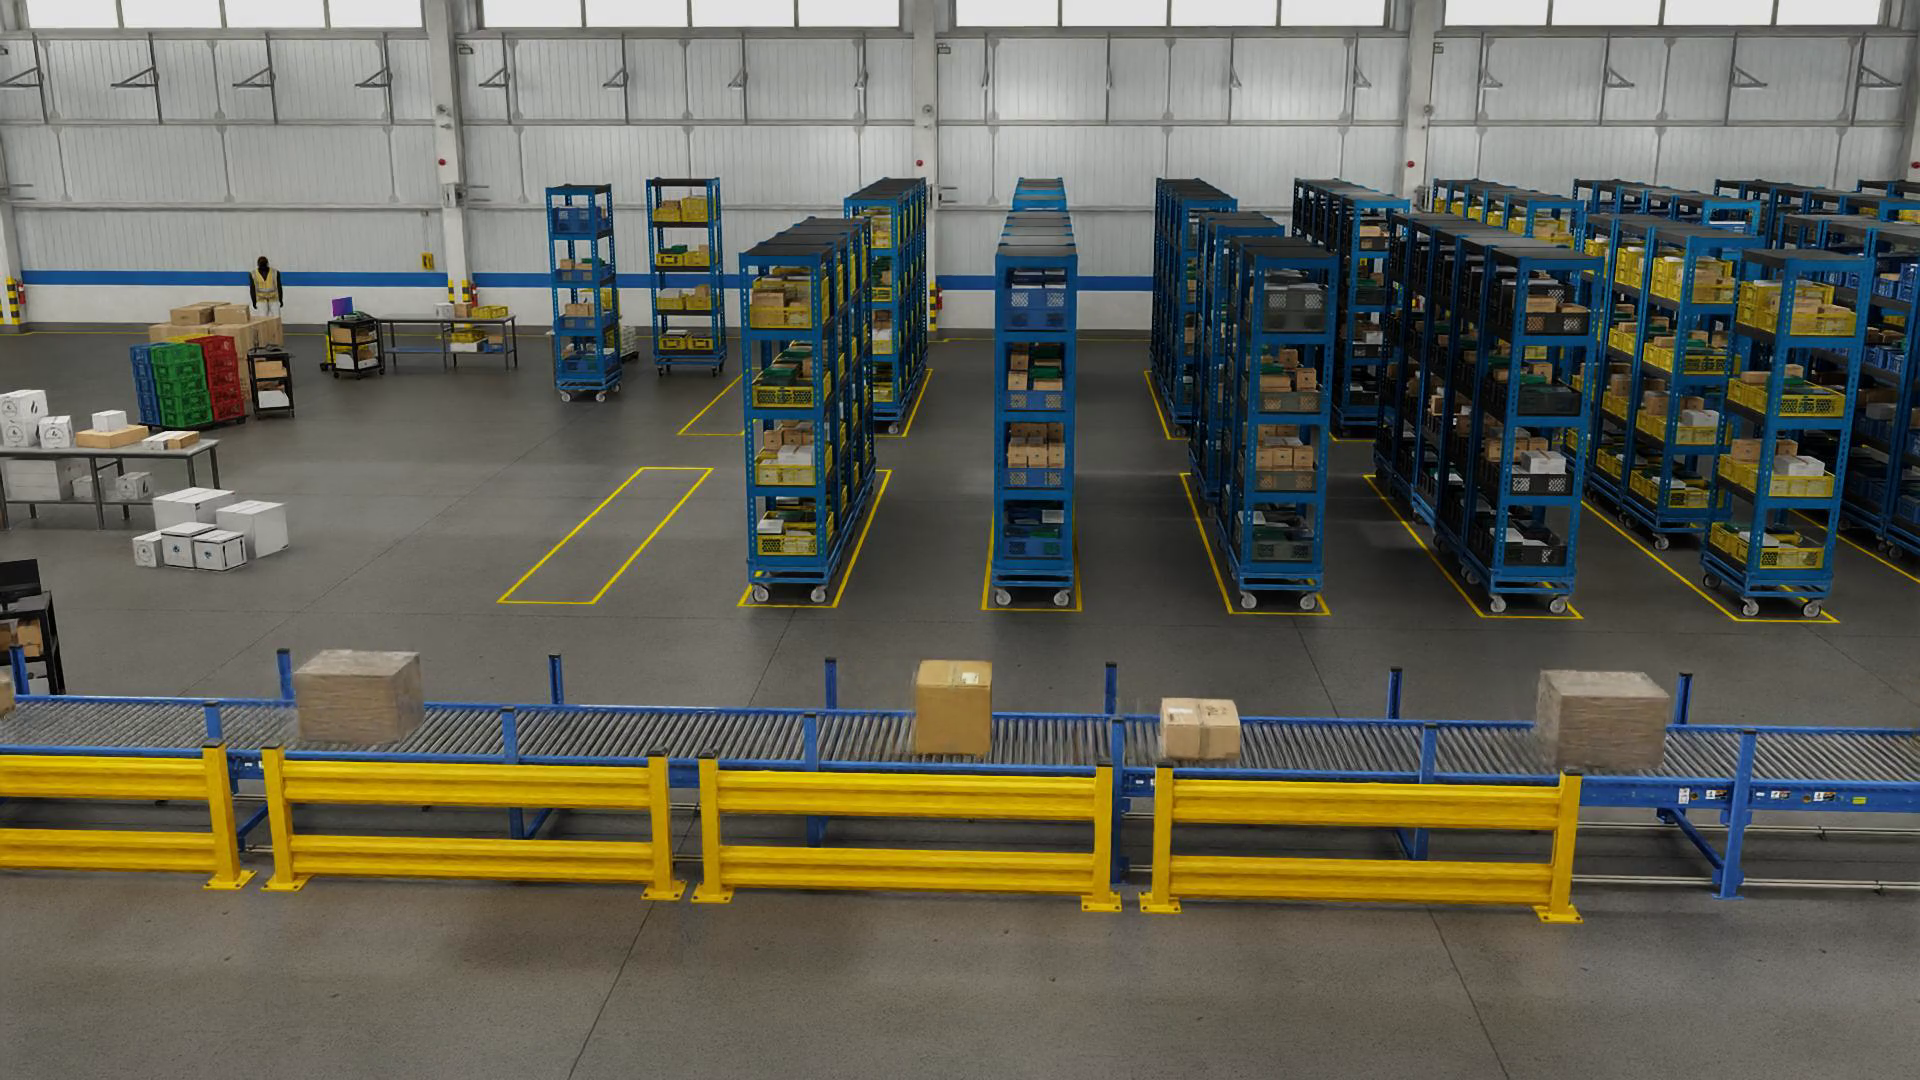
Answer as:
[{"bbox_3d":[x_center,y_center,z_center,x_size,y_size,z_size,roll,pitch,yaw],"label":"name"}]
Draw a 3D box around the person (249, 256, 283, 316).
[{"bbox_3d":[-14.399,-4.982,34.570,0.631,1.832,0.429,-6,16,-22],"label":"person"}]
